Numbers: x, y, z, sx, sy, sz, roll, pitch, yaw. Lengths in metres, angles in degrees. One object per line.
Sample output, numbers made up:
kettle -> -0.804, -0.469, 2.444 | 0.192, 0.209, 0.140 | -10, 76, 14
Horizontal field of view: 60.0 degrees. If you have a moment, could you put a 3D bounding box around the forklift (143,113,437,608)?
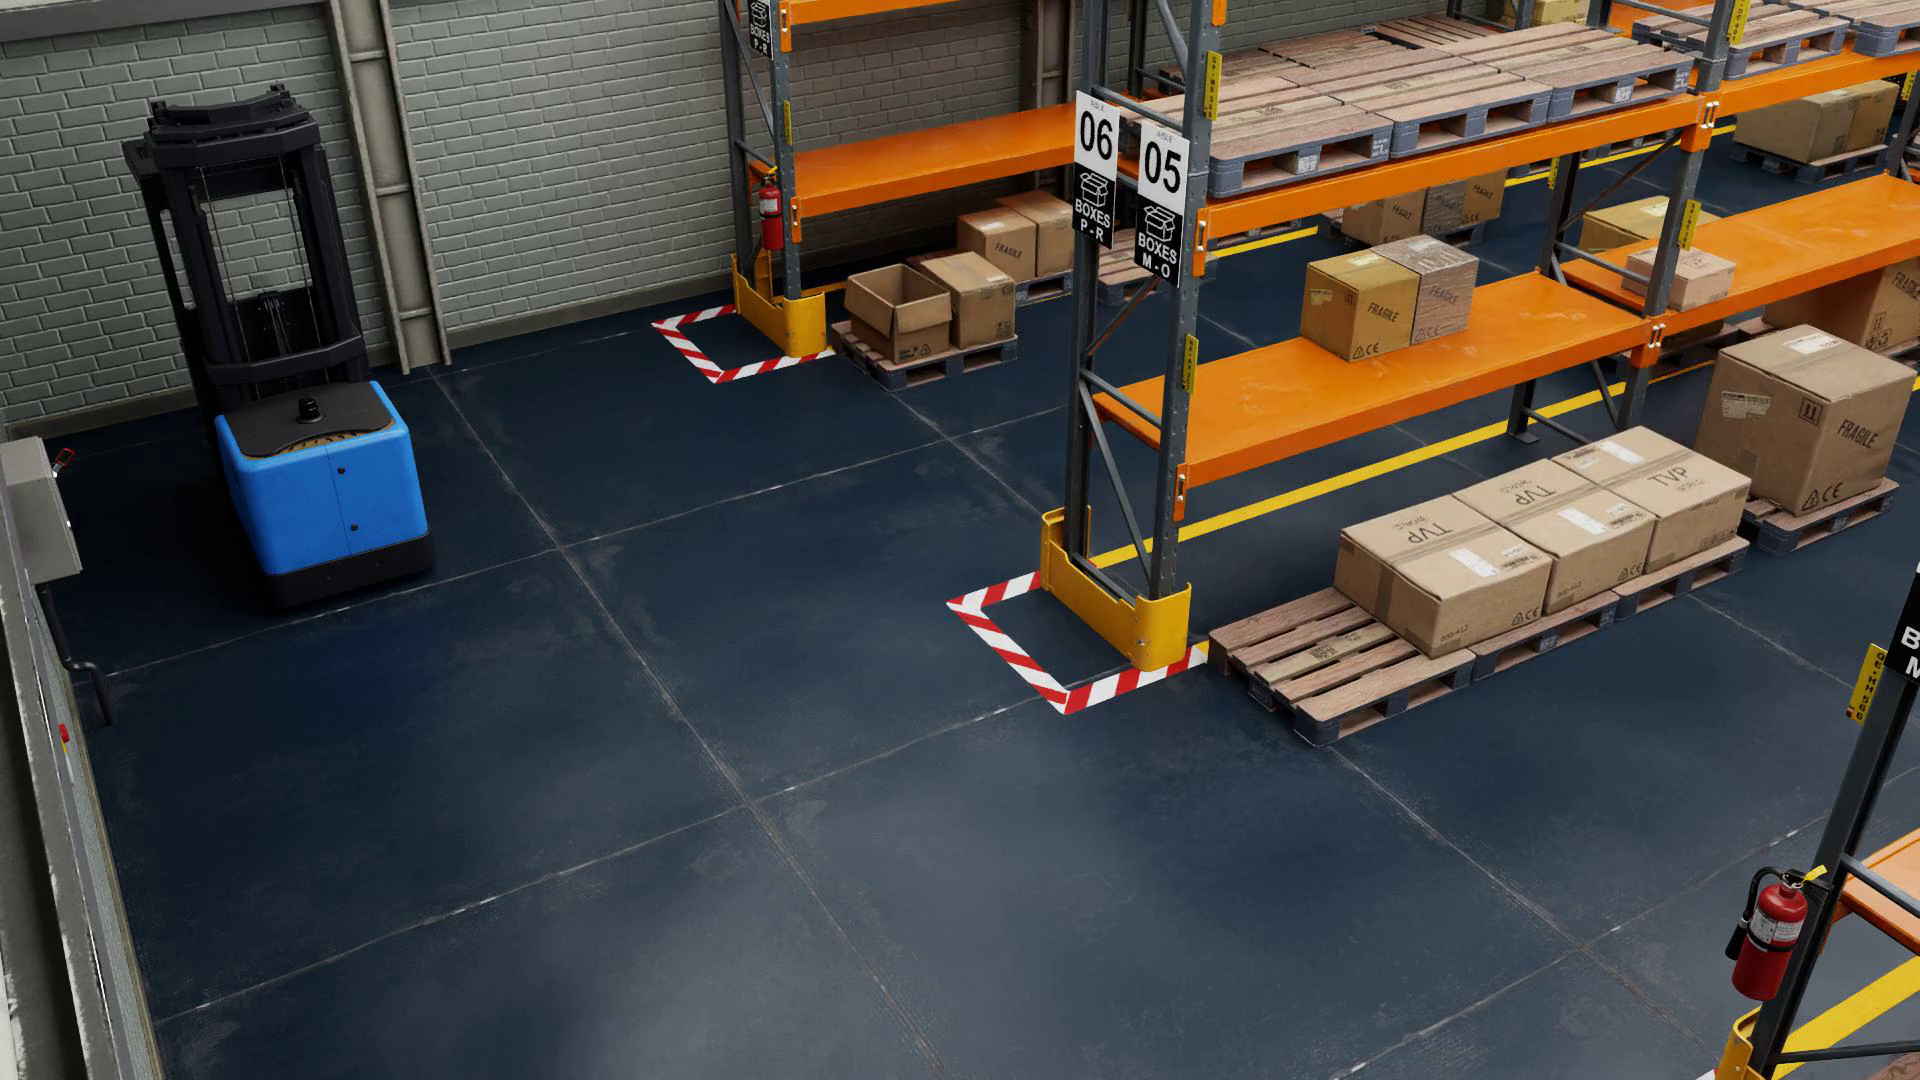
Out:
forklift -> -4.289, -1.259, 10.509 | 1.129, 2.768, 1.873 | -17, 36, -26

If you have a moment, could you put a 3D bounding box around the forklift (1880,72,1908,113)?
forklift -> 11.468, -5.645, 18.244 | 1.214, 2.155, 2.313 | -17, 36, -26
